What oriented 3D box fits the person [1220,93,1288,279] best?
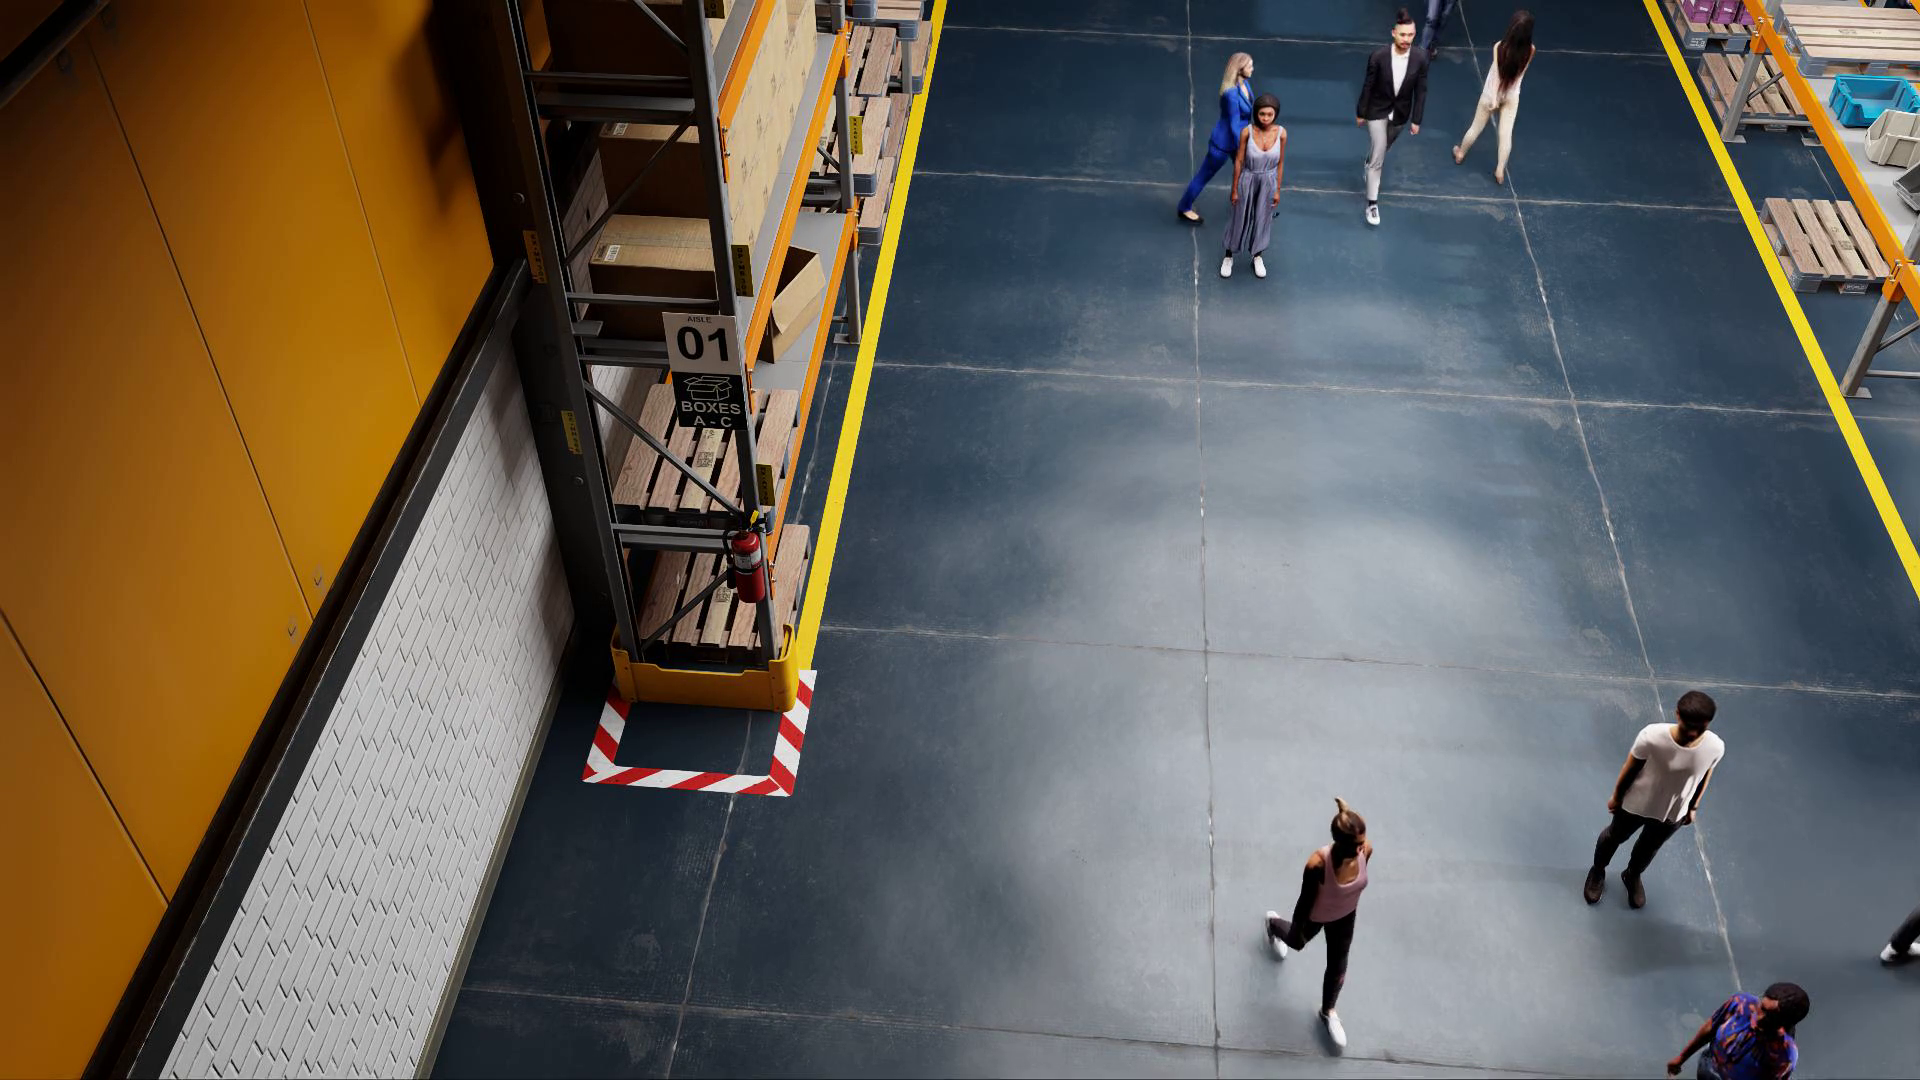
[{"bbox_3d":[2.518,-3.007,14.132,0.585,1.695,0.512,1,44,1],"label":"person"}]

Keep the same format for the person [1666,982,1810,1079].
[{"bbox_3d":[3.830,2.647,8.195,0.969,1.697,1.196,-13,45,-13],"label":"person"}]

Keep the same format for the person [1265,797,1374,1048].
[{"bbox_3d":[1.927,1.948,8.990,0.823,1.612,1.140,-11,45,-11],"label":"person"}]

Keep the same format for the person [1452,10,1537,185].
[{"bbox_3d":[5.002,-4.190,15.416,0.615,1.637,0.888,2,44,2],"label":"person"}]

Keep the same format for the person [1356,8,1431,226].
[{"bbox_3d":[3.829,-3.896,14.913,0.762,1.905,1.226,3,44,3],"label":"person"}]

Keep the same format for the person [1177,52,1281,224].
[{"bbox_3d":[2.245,-3.512,14.683,0.899,1.665,1.140,16,46,16],"label":"person"}]

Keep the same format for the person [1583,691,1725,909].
[{"bbox_3d":[3.948,1.457,9.426,0.639,1.722,0.543,7,44,7],"label":"person"}]

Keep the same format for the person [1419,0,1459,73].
[{"bbox_3d":[4.969,-5.767,16.927,0.638,1.837,1.010,6,44,6],"label":"person"}]
